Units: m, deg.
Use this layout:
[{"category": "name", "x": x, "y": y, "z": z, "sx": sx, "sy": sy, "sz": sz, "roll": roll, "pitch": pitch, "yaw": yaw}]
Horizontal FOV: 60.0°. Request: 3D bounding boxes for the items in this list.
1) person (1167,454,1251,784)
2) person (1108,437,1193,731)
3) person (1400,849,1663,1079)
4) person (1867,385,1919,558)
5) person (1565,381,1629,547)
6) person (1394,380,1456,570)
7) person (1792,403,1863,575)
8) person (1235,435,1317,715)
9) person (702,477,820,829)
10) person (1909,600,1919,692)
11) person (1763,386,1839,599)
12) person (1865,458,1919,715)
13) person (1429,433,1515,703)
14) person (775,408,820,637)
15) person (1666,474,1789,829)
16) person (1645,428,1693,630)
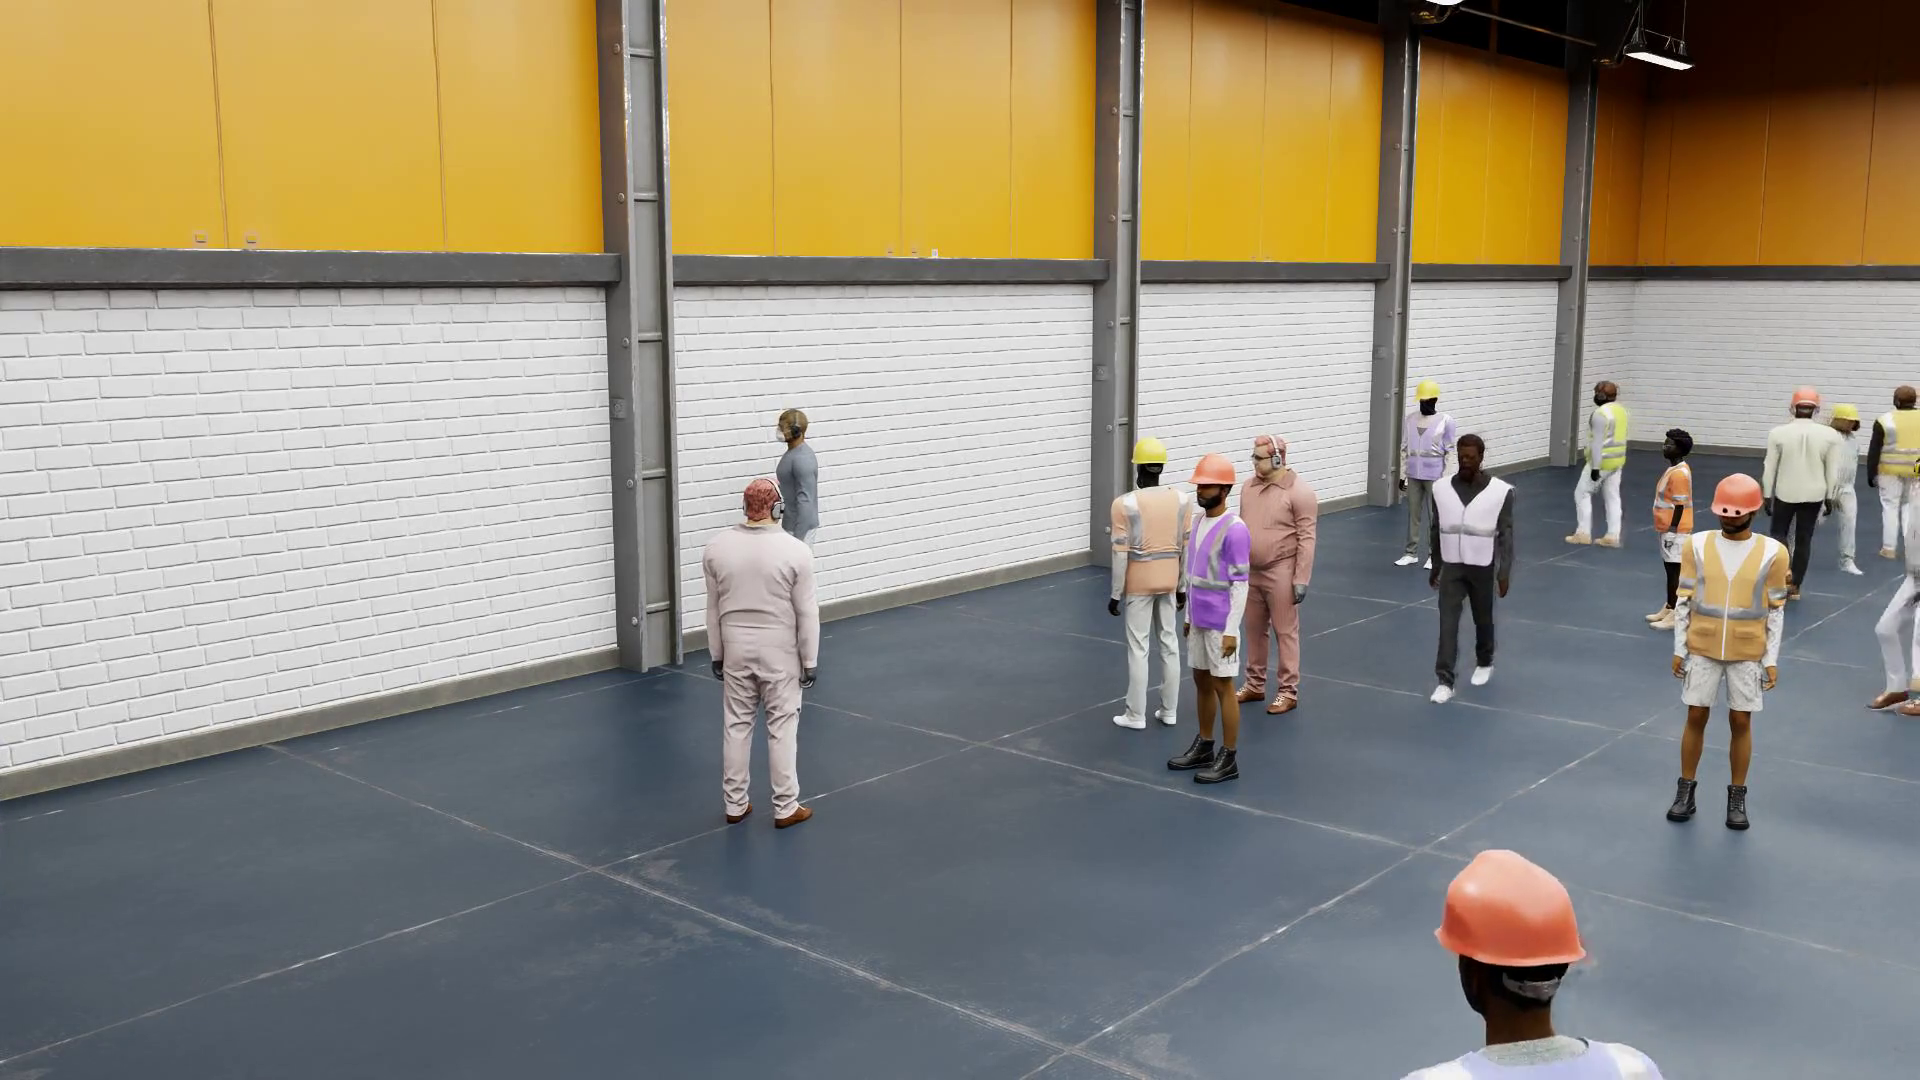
[{"category": "person", "x": 1.475, "y": 0.456, "z": 9.802, "sx": 0.344, "sy": 1.942, "sz": 0.551, "roll": -4, "pitch": 10, "yaw": -22}, {"category": "person", "x": 1.235, "y": 0.290, "z": 10.889, "sx": 0.586, "sy": 1.928, "sz": 0.364, "roll": -4, "pitch": 10, "yaw": -23}, {"category": "person", "x": 0.996, "y": 1.520, "z": 3.180, "sx": 0.563, "sy": 1.915, "sz": 0.648, "roll": -2, "pitch": 9, "yaw": -12}, {"category": "person", "x": 9.875, "y": -0.709, "z": 17.468, "sx": 0.656, "sy": 1.829, "sz": 0.451, "roll": 2, "pitch": 9, "yaw": 12}, {"category": "person", "x": 7.000, "y": -0.837, "z": 18.296, "sx": 0.661, "sy": 1.818, "sz": 0.686, "roll": -8, "pitch": 12, "yaw": -40}, {"category": "person", "x": 4.727, "y": -0.667, "z": 16.906, "sx": 0.587, "sy": 1.927, "sz": 0.365, "roll": 9, "pitch": 13, "yaw": 44}, {"category": "person", "x": 8.817, "y": -0.543, "z": 16.841, "sx": 0.487, "sy": 1.717, "sz": 0.817, "roll": -2, "pitch": 9, "yaw": -10}, {"category": "person", "x": 2.102, "y": 0.231, "z": 11.347, "sx": 0.401, "sy": 1.901, "sz": 0.650, "roll": -7, "pitch": 11, "yaw": -37}, {"category": "person", "x": -1.054, "y": 0.608, "z": 8.996, "sx": 0.648, "sy": 1.903, "sz": 0.399, "roll": 3, "pitch": 9, "yaw": 16}, {"category": "person", "x": 7.229, "y": 0.184, "z": 11.954, "sx": 0.946, "sy": 1.793, "sz": 0.623, "roll": -5, "pitch": 10, "yaw": -29}, {"category": "person", "x": 7.654, "y": -0.414, "z": 15.160, "sx": 0.619, "sy": 1.977, "sz": 0.589, "roll": 3, "pitch": 10, "yaw": 18}, {"category": "person", "x": 6.394, "y": 0.294, "z": 11.152, "sx": 0.609, "sy": 1.834, "sz": 0.558, "roll": -1, "pitch": 9, "yaw": -5}, {"category": "person", "x": 3.632, "y": 0.170, "z": 11.837, "sx": 0.603, "sy": 1.877, "sz": 0.978, "roll": 6, "pitch": 11, "yaw": 31}, {"category": "person", "x": -1.300, "y": -0.075, "z": 13.148, "sx": 0.372, "sy": 1.940, "sz": 0.631, "roll": -2, "pitch": 9, "yaw": -15}, {"category": "person", "x": 4.128, "y": 0.597, "z": 8.965, "sx": 0.542, "sy": 1.928, "sz": 0.374, "roll": 5, "pitch": 10, "yaw": 29}, {"category": "person", "x": 5.996, "y": -0.093, "z": 14.007, "sx": 0.318, "sy": 1.700, "sz": 0.536, "roll": 3, "pitch": 10, "yaw": 18}]
